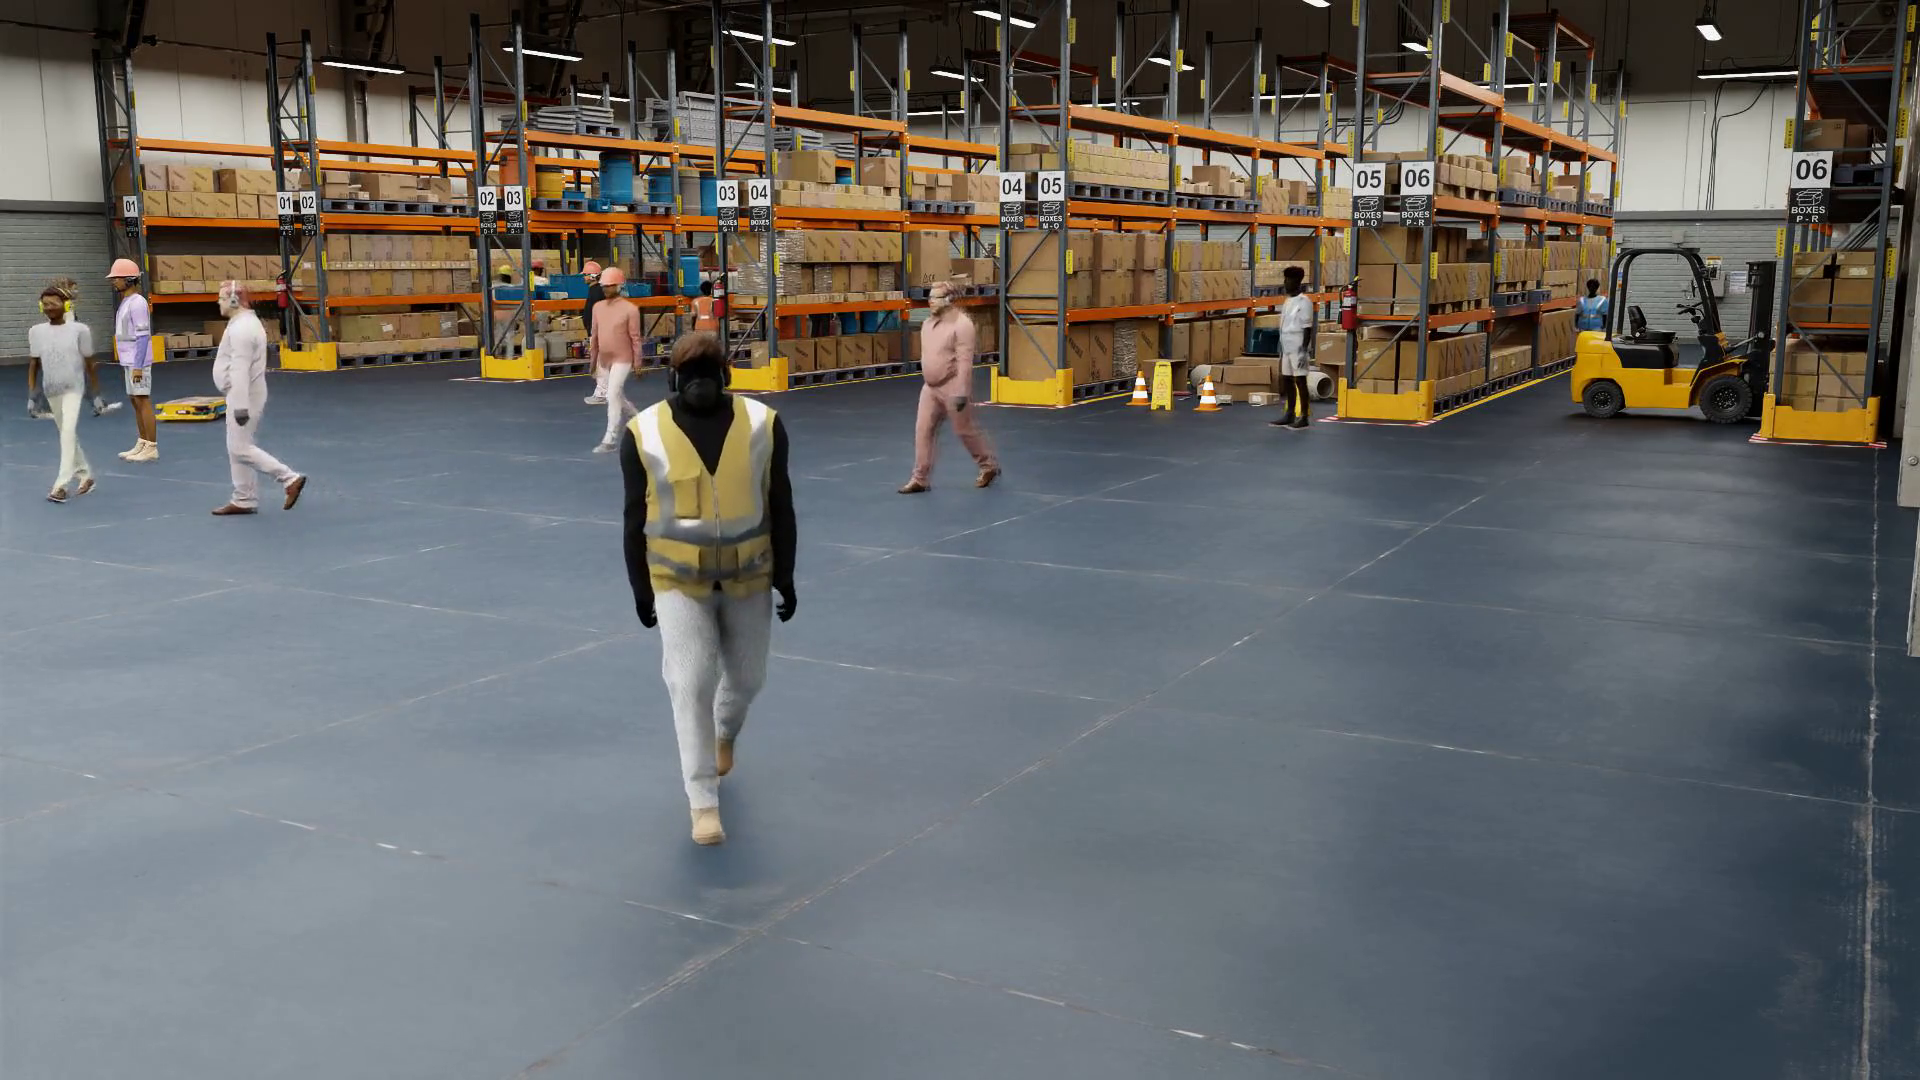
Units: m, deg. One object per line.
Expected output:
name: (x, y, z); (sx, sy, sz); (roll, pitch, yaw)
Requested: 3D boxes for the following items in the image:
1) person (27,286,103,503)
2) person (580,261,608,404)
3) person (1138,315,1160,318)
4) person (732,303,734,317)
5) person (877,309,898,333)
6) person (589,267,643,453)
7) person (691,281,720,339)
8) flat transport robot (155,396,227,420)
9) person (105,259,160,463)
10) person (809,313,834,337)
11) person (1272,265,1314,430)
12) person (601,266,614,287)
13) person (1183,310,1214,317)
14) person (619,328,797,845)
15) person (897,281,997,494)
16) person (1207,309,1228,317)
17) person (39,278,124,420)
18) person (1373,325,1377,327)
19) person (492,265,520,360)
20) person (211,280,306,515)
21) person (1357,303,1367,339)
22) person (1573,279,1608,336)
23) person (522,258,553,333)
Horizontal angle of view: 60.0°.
person: (-7.670, -1.251, 14.213); (0.537, 1.819, 1.010); (-1, 10, -5)
person: (-5.129, -2.907, 23.395); (0.380, 1.995, 0.611); (-3, 10, -15)
person: (3.910, -4.787, 34.569); (0.553, 1.935, 0.364); (4, 11, 24)
person: (-5.858, -6.394, 44.045); (0.554, 1.920, 0.768); (6, 11, 30)
person: (-1.558, -4.789, 34.971); (0.593, 1.792, 0.954); (4, 11, 24)
person: (-3.643, -1.933, 17.800); (0.621, 1.971, 0.906); (6, 12, 33)
person: (-4.295, -3.562, 28.211); (0.545, 1.667, 0.834); (1, 10, 5)
flat transport robot: (-9.767, -1.697, 21.349); (0.652, 0.197, 1.431); (-1, 10, -5)
person: (-8.352, -1.804, 16.794); (0.370, 2.044, 0.608); (-7, 12, -37)
person: (-2.794, -4.624, 33.471); (0.608, 1.987, 0.388); (5, 11, 27)
person: (4.010, -2.306, 19.960); (0.365, 1.962, 0.612); (-3, 10, -15)
person: (-6.772, -4.401, 32.521); (0.512, 1.868, 0.329); (4, 11, 24)
person: (4.940, -4.727, 34.401); (0.632, 1.889, 1.023); (4, 11, 24)
person: (-0.926, 0.129, 6.128); (0.618, 1.825, 0.760); (-3, 10, -17)
person: (-0.083, -1.353, 14.702); (0.991, 1.865, 0.655); (-9, 13, -42)
person: (5.662, -5.318, 37.375); (0.699, 2.000, 0.948); (4, 11, 24)
person: (-11.321, -2.437, 21.240); (1.008, 1.789, 0.516); (-6, 11, -31)
person: (10.193, -5.631, 39.862); (0.648, 1.809, 0.751); (1, 10, 6)
person: (-8.221, -4.001, 30.019); (0.604, 1.914, 0.497); (3, 10, 20)
person: (-5.656, -1.123, 13.265); (0.648, 1.884, 0.656); (-3, 10, -17)
person: (8.734, -5.041, 36.296); (0.510, 1.860, 0.333); (2, 10, 11)
person: (10.899, -3.672, 28.774); (0.543, 1.684, 0.384); (5, 11, 28)
person: (-7.957, -4.299, 31.440); (0.639, 2.027, 0.427); (3, 10, 20)
